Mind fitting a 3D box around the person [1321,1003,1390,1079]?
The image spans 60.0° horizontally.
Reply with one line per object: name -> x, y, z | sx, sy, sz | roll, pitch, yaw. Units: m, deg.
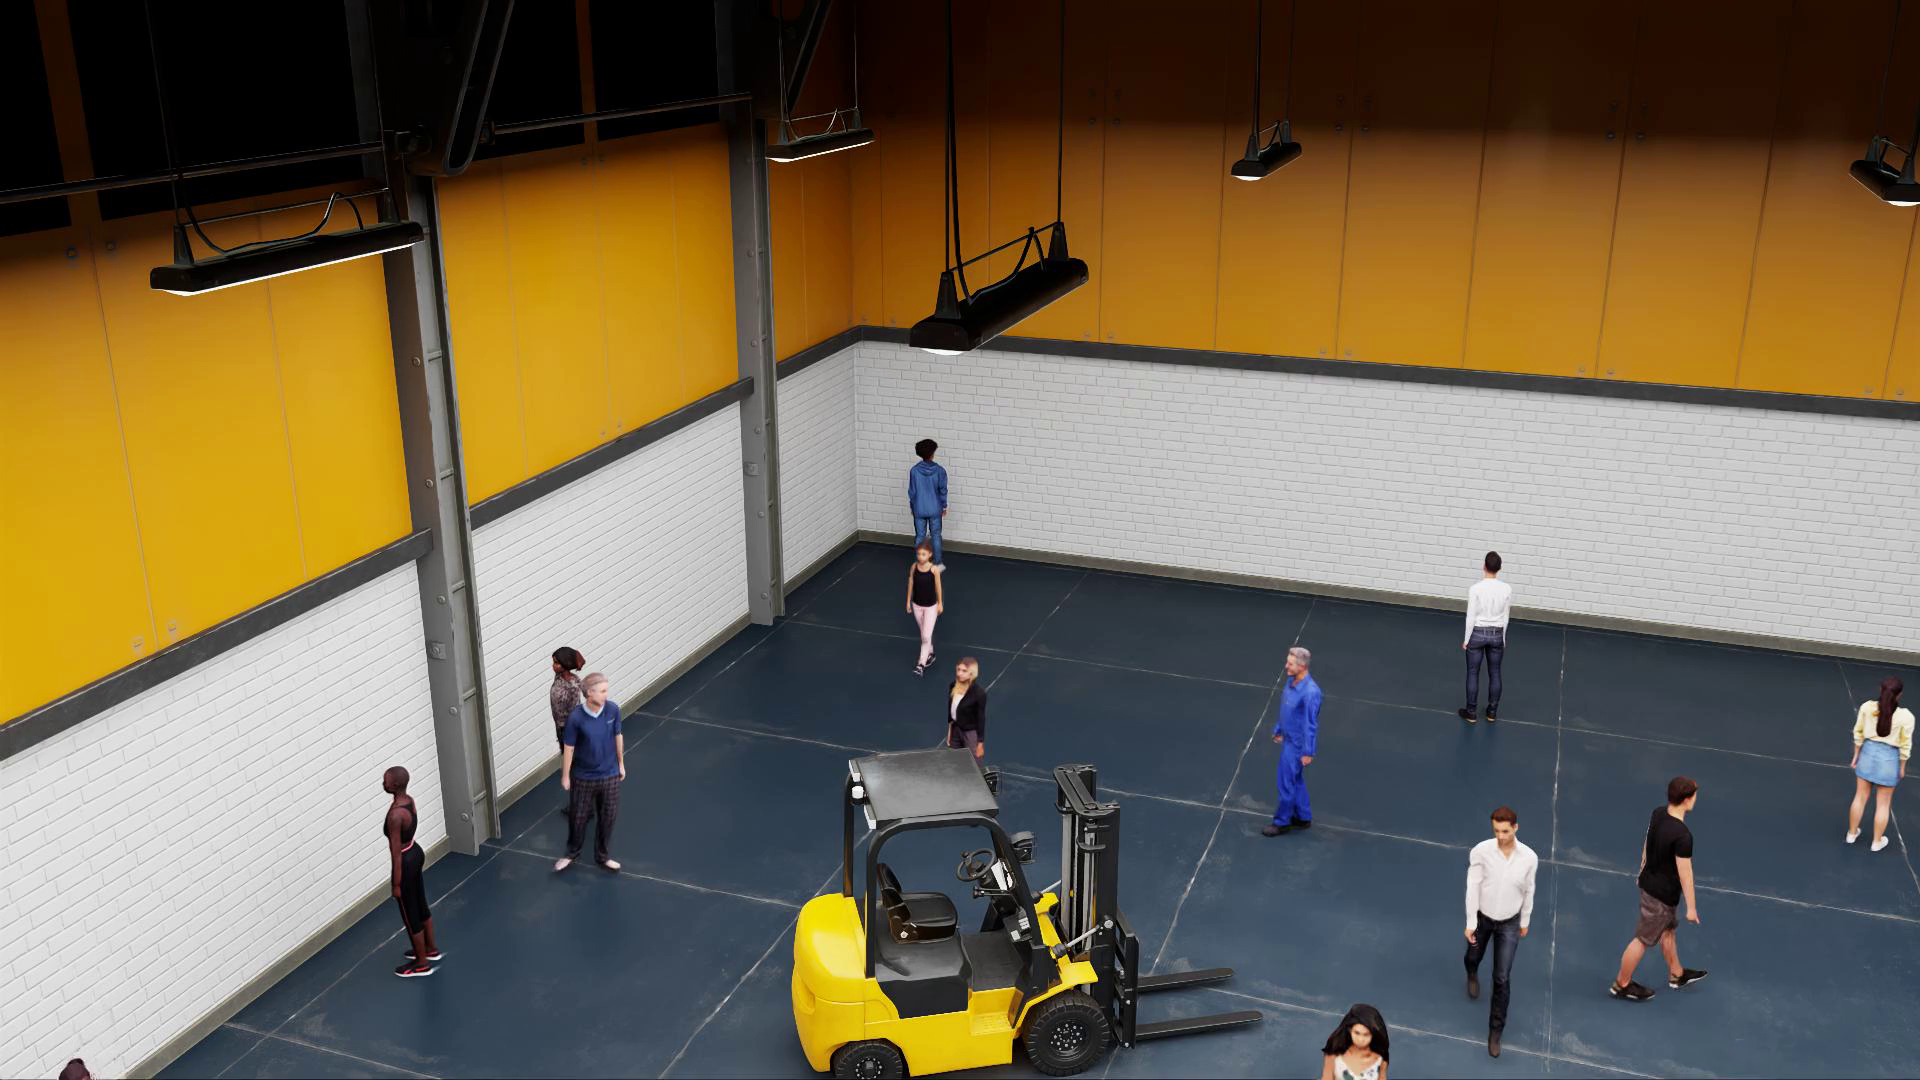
person -> 2.412, 3.555, 10.358 | 0.641, 1.595, 1.043 | 5, 19, 14

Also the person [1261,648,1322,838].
person -> 3.108, 1.831, 15.129 | 0.972, 1.817, 0.853 | 0, 19, -1

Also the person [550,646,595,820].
person -> -3.589, 1.788, 15.417 | 0.691, 1.715, 0.657 | -15, 24, -37

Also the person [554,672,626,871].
person -> -3.222, 2.027, 14.492 | 0.868, 1.852, 0.969 | -8, 20, -22

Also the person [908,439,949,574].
person -> -0.424, -0.439, 21.895 | 0.730, 1.803, 0.652 | 2, 19, 6

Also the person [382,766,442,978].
person -> -4.309, 2.575, 13.016 | 0.710, 1.756, 0.604 | -2, 19, -5

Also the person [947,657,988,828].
person -> 0.076, 1.842, 15.333 | 0.682, 1.668, 0.678 | -17, 25, -41

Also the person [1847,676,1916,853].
person -> 8.246, 1.994, 14.939 | 0.705, 1.631, 0.691 | 18, 25, 42

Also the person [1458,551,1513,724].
person -> 5.526, 1.019, 17.460 | 0.693, 1.868, 0.698 | 0, 19, 1

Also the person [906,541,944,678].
person -> -0.367, 0.742, 18.819 | 0.576, 1.526, 0.973 | 8, 20, 22

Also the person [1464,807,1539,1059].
person -> 3.931, 2.776, 12.316 | 0.775, 1.823, 1.281 | 4, 19, 10

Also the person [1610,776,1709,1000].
person -> 5.230, 2.659, 12.650 | 0.994, 1.831, 1.068 | 0, 19, 1
